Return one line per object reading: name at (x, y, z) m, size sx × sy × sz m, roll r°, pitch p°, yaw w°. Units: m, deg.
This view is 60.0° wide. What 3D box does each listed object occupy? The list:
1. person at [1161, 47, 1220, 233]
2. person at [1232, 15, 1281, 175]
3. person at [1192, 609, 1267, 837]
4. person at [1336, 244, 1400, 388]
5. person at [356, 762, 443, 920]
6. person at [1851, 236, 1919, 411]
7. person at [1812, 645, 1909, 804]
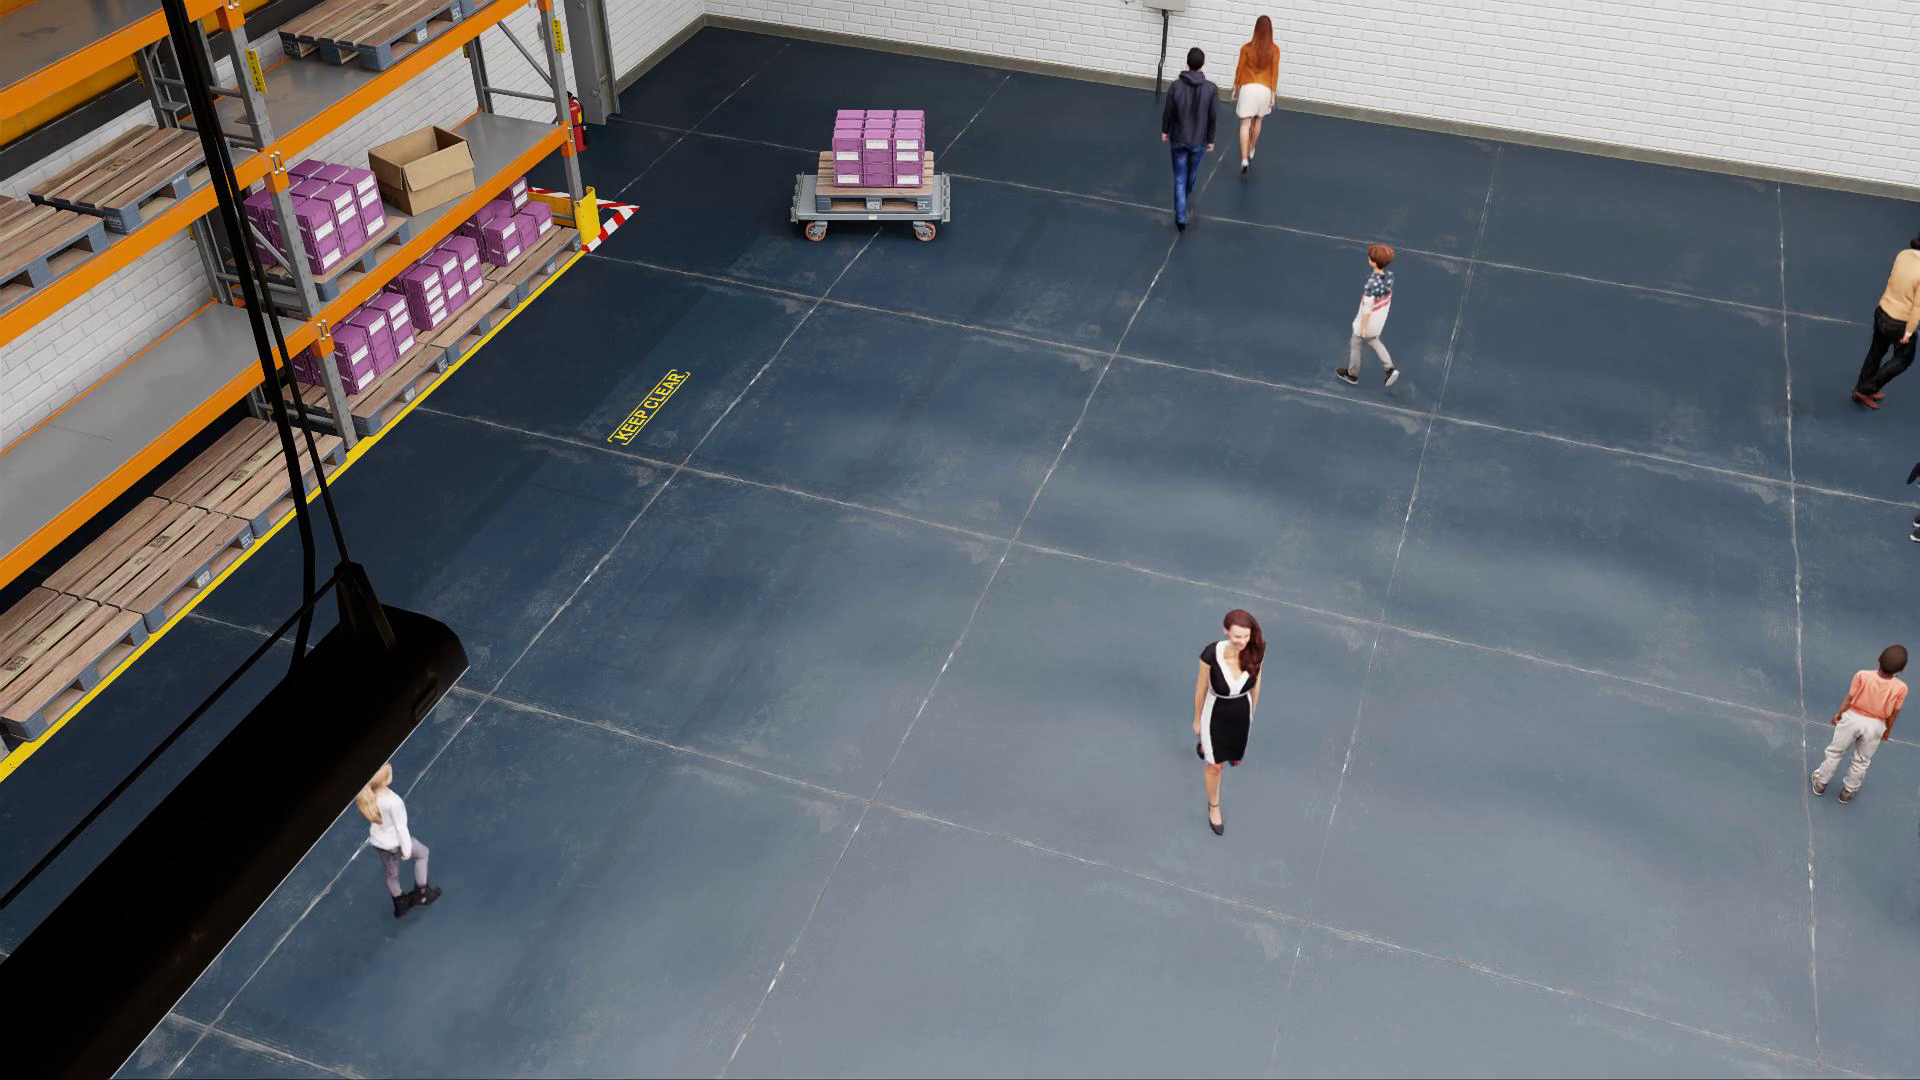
person at (2.336, -4.061, 17.079) m, size 0.917 × 1.836 × 1.232 m, roll 2°, pitch 39°, yaw 2°
person at (3.223, -4.833, 18.160) m, size 0.798 × 1.693 × 1.121 m, roll 3°, pitch 39°, yaw 4°
person at (1.669, 1.095, 10.666) m, size 0.839 × 1.783 × 0.987 m, roll -7°, pitch 39°, yaw -8°
person at (3.717, -1.967, 14.786) m, size 0.835 × 1.427 × 0.821 m, roll -28°, pitch 46°, yaw -30°
person at (-3.508, 1.857, 10.126) m, size 0.495 × 1.266 × 0.535 m, roll 16°, pitch 41°, yaw 19°
person at (8.074, -1.913, 14.465) m, size 0.861 × 1.743 × 0.786 m, roll -7°, pitch 39°, yaw -8°
person at (5.932, 1.195, 10.919) m, size 0.528 × 1.310 × 0.511 m, roll 20°, pitch 43°, yaw 23°
